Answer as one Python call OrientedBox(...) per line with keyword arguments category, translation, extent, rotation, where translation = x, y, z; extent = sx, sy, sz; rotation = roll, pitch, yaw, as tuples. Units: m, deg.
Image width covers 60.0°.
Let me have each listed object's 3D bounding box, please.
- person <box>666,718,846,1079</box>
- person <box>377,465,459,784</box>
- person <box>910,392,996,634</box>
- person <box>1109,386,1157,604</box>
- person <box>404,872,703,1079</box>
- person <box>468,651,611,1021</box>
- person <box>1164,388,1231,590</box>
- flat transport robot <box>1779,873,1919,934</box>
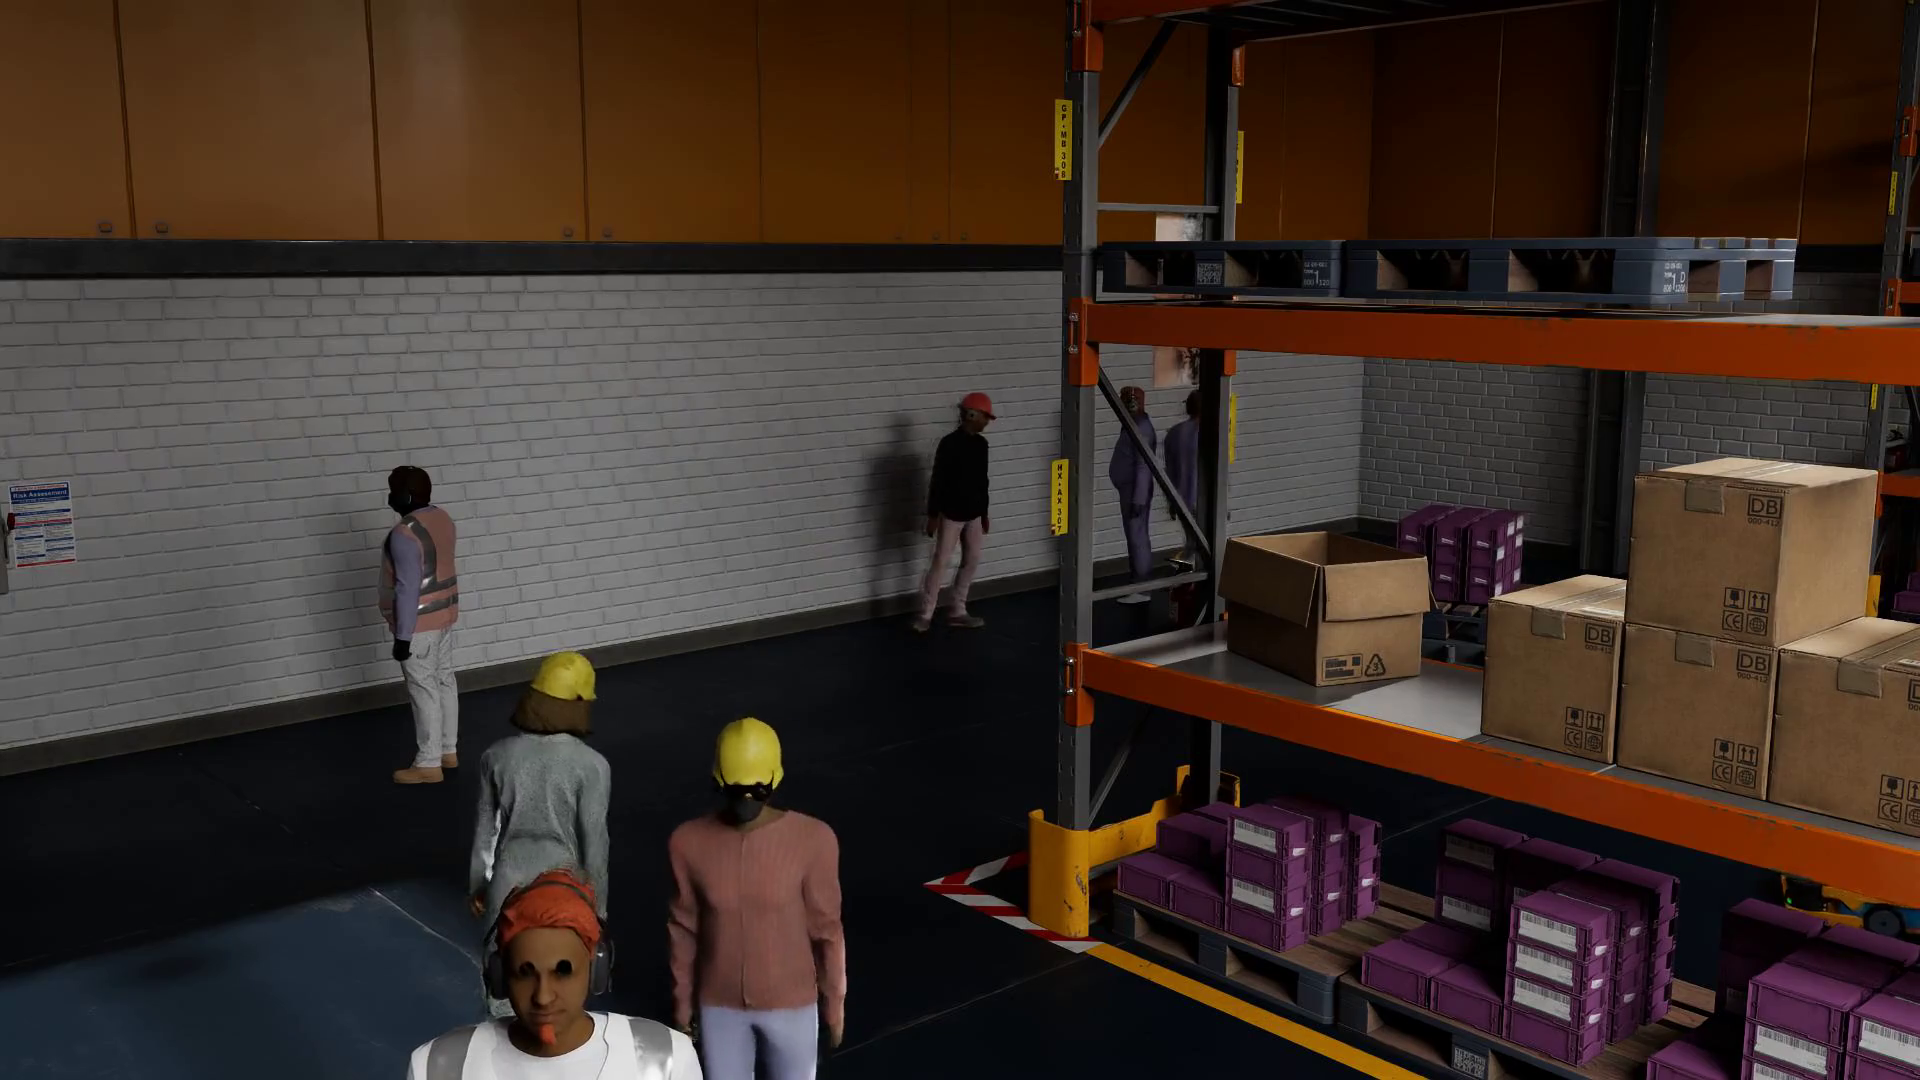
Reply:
OrientedBox(category="person", translation=(-0.593, 1.334, 4.931), extent=(0.536, 1.741, 0.547), rotation=(1, 10, 5))
OrientedBox(category="person", translation=(-3.132, 0.485, 9.625), extent=(0.430, 1.845, 0.624), rotation=(1, 10, 6))
OrientedBox(category="person", translation=(-0.050, -0.212, 13.439), extent=(0.503, 1.948, 0.794), rotation=(8, 13, 40))
OrientedBox(category="person", translation=(1.505, -0.397, 14.596), extent=(0.402, 1.906, 0.652), rotation=(0, 10, -1))
OrientedBox(category="person", translation=(-0.773, 1.558, 3.215), extent=(0.575, 1.884, 0.355), rotation=(-2, 10, -11))
OrientedBox(category="person", translation=(-1.452, 1.224, 5.758), extent=(0.565, 1.674, 0.872), rotation=(1, 10, 8))
OrientedBox(category="person", translation=(1.986, -0.327, 14.124), extent=(0.640, 1.922, 0.710), rotation=(9, 13, 43))
OrientedBox(category="flat transport robot", translation=(4.515, 1.628, 7.520), extent=(1.431, 0.197, 0.652), rotation=(4, 11, 23))
